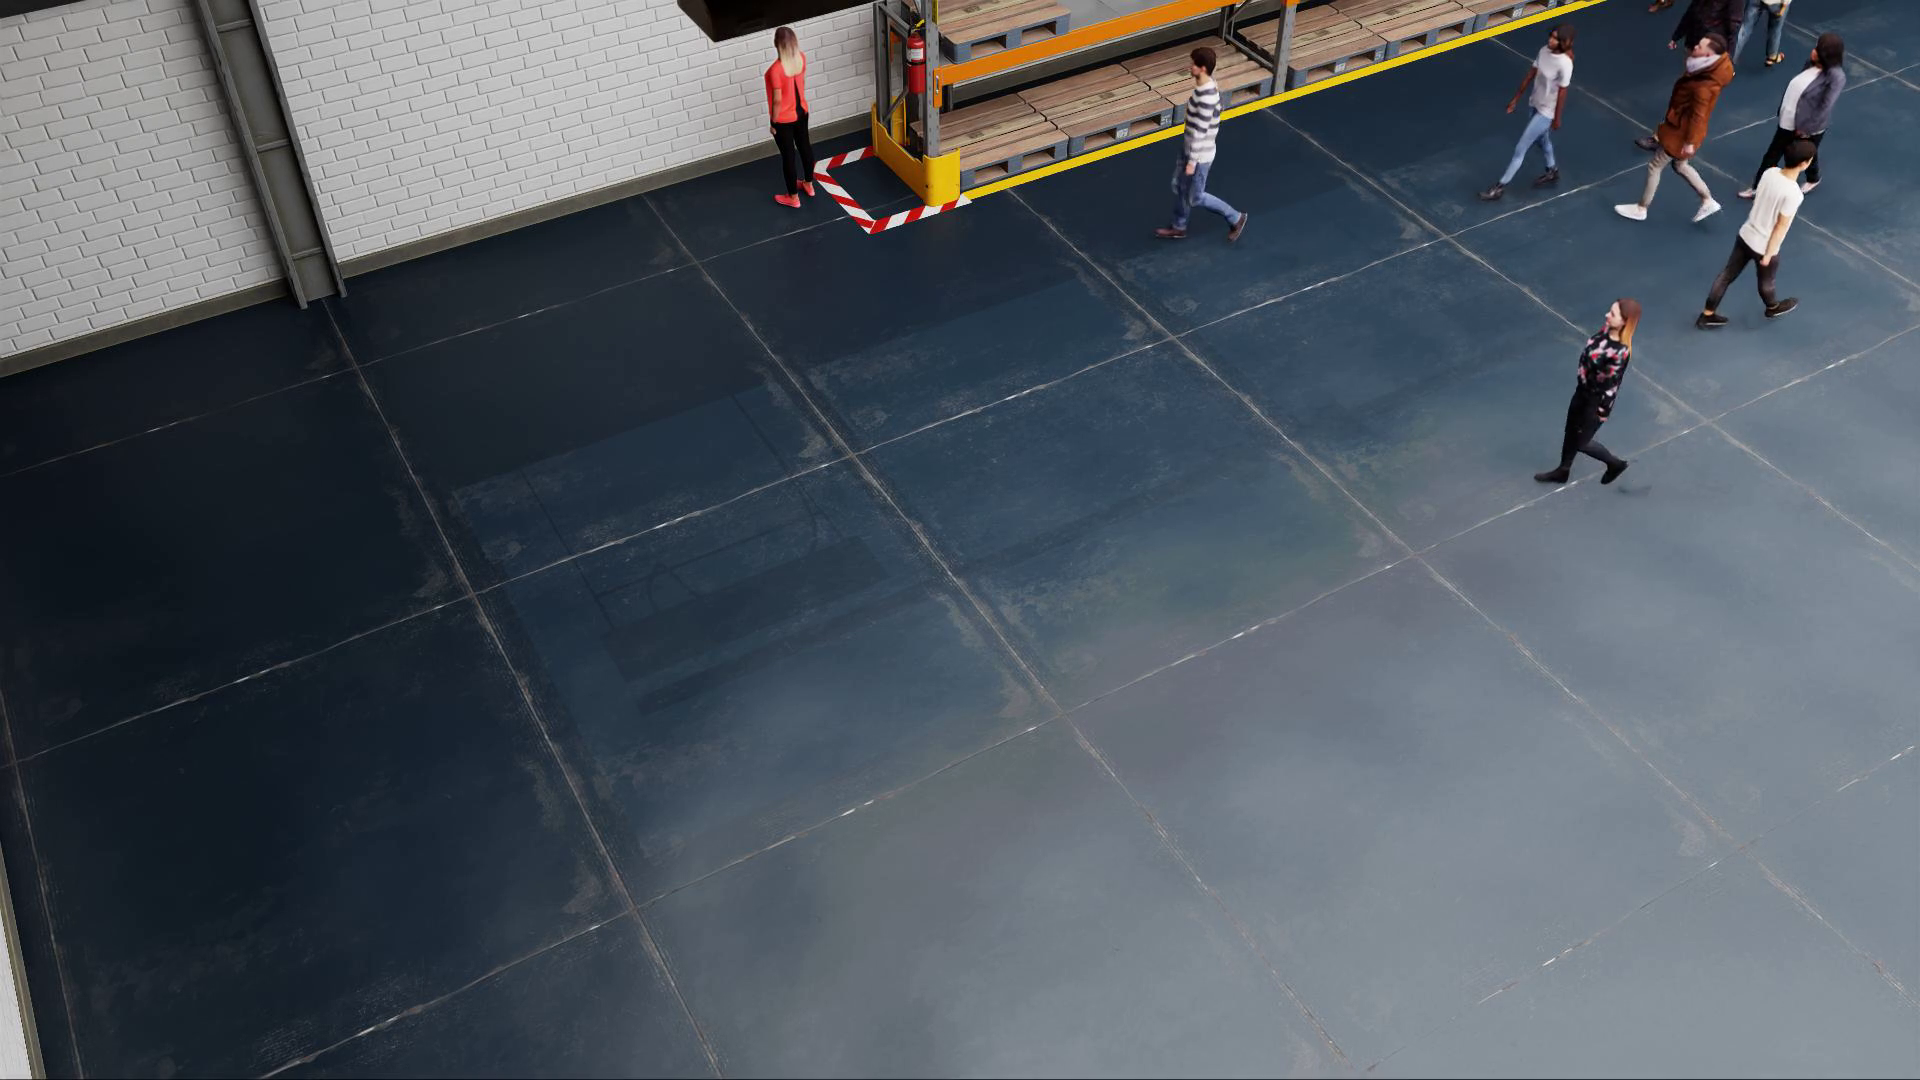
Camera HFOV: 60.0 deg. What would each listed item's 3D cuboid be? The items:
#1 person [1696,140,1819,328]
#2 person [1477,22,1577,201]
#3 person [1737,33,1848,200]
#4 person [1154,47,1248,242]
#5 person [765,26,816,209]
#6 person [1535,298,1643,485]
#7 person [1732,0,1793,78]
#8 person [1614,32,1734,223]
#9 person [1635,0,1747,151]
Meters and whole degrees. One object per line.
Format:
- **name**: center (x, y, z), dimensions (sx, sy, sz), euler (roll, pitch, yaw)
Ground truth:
- **person**: center (6.370, -2.417, 13.384), dimensions (1.145, 1.685, 0.846), euler (-8, 44, -9)
- **person**: center (5.270, -3.836, 14.879), dimensions (1.209, 1.677, 0.829), euler (-10, 44, -10)
- **person**: center (7.621, -3.749, 14.864), dimensions (1.112, 1.573, 0.794), euler (-14, 45, -14)
- **person**: center (2.137, -3.325, 14.235), dimensions (1.117, 1.826, 0.941), euler (0, 44, -1)
- **person**: center (-1.503, -3.774, 14.802), dimensions (0.726, 1.694, 0.602), euler (27, 50, 25)
- **person**: center (4.625, -1.024, 11.932), dimensions (0.945, 1.670, 0.835), euler (3, 44, 3)
- **person**: center (7.955, -5.328, 16.468), dimensions (1.035, 1.645, 0.650), euler (-24, 49, -23)
- **person**: center (6.395, -3.539, 14.469), dimensions (1.082, 1.813, 1.150), euler (22, 48, 22)
- **person**: center (6.993, -4.544, 15.466), dimensions (1.128, 1.892, 0.869), euler (-13, 45, -13)
